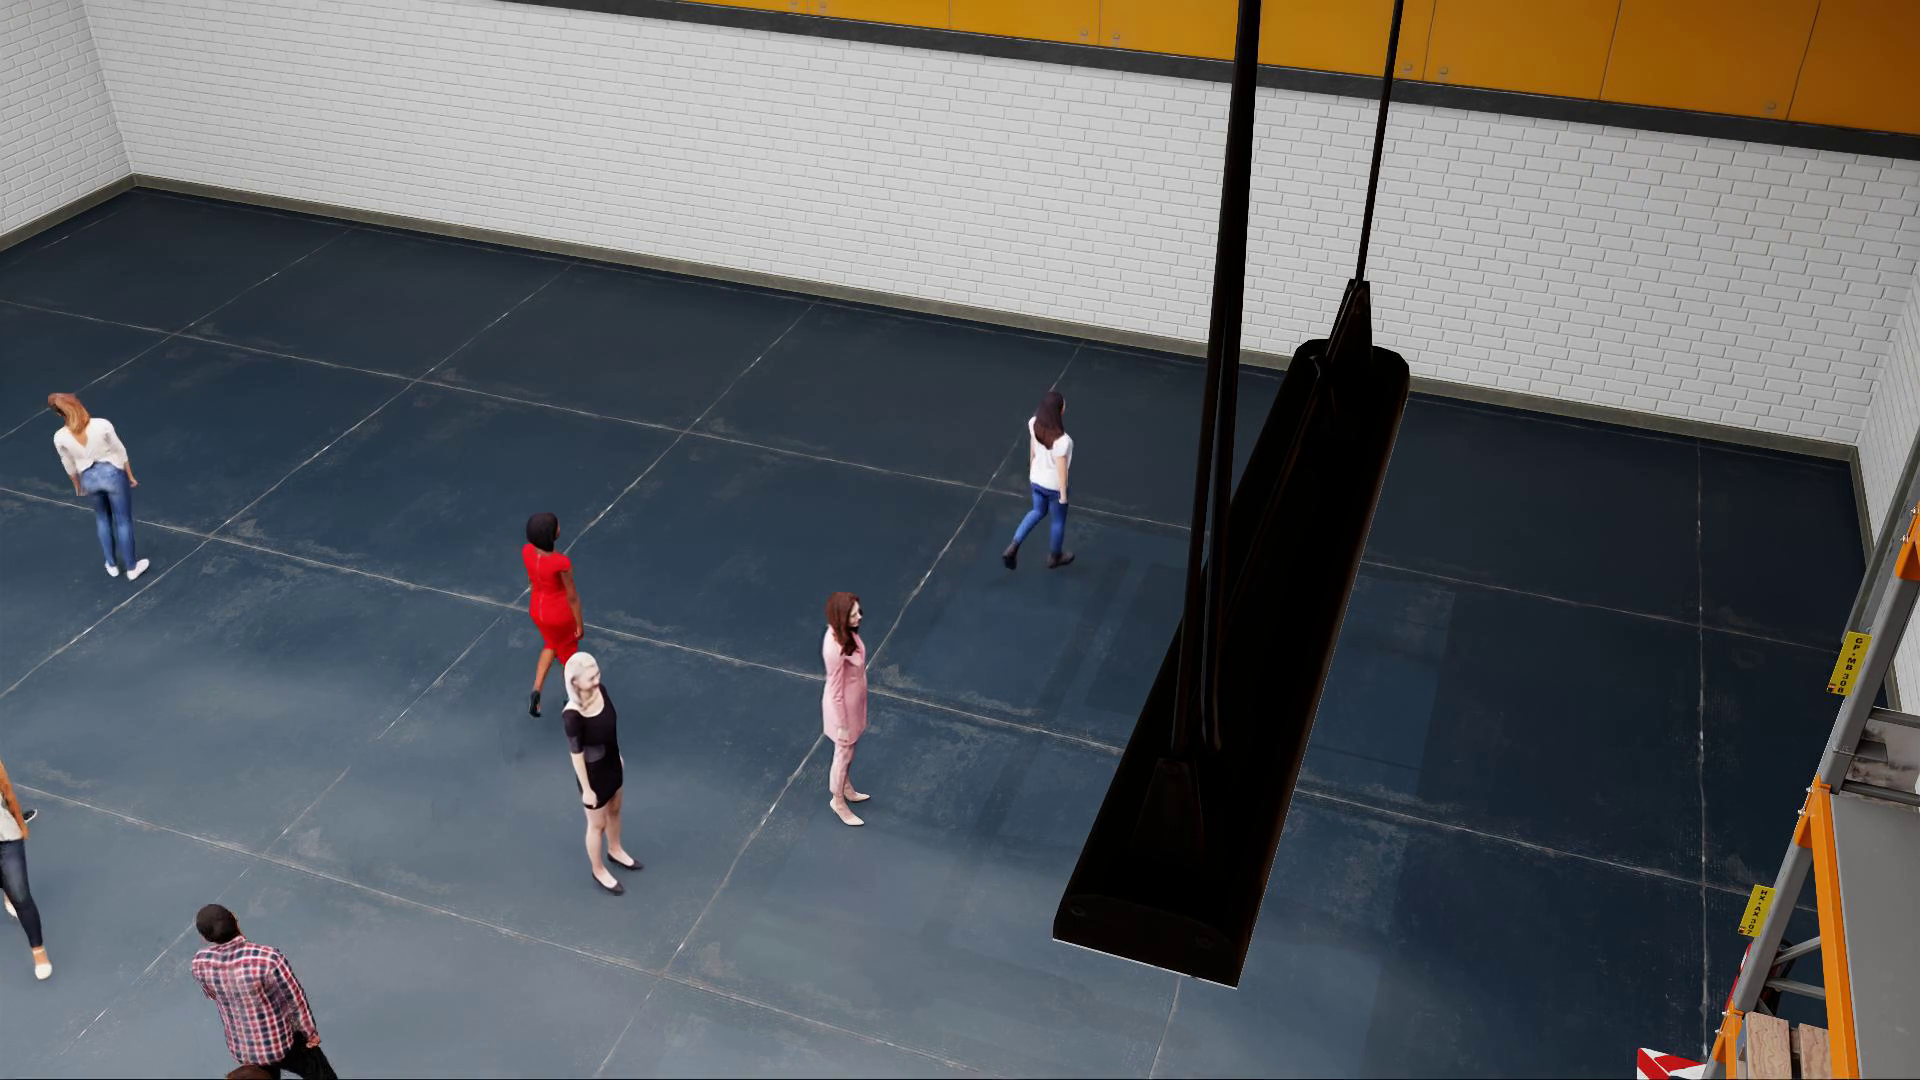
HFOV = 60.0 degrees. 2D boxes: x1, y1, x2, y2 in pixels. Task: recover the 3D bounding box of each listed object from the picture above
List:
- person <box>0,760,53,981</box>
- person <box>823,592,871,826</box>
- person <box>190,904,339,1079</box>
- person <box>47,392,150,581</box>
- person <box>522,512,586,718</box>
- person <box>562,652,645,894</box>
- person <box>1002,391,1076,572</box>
[{"bbox_3d":[-5.835,1.758,9.948,1.095,1.753,1.089,-18,38,-25],"label":"person"},{"bbox_3d":[-0.758,1.086,10.915,0.719,1.801,0.526,5,34,7],"label":"person"},{"bbox_3d":[-3.689,2.588,8.721,0.822,1.729,0.724,10,35,14],"label":"person"},{"bbox_3d":[-6.839,-0.453,13.320,0.707,1.704,0.705,2,34,3],"label":"person"},{"bbox_3d":[-2.914,0.593,11.720,0.628,1.733,0.792,15,36,21],"label":"person"},{"bbox_3d":[-2.267,1.436,10.362,0.635,1.832,0.425,10,35,15],"label":"person"},{"bbox_3d":[0.640,-0.409,13.290,1.038,1.663,0.898,-23,40,-30],"label":"person"}]
